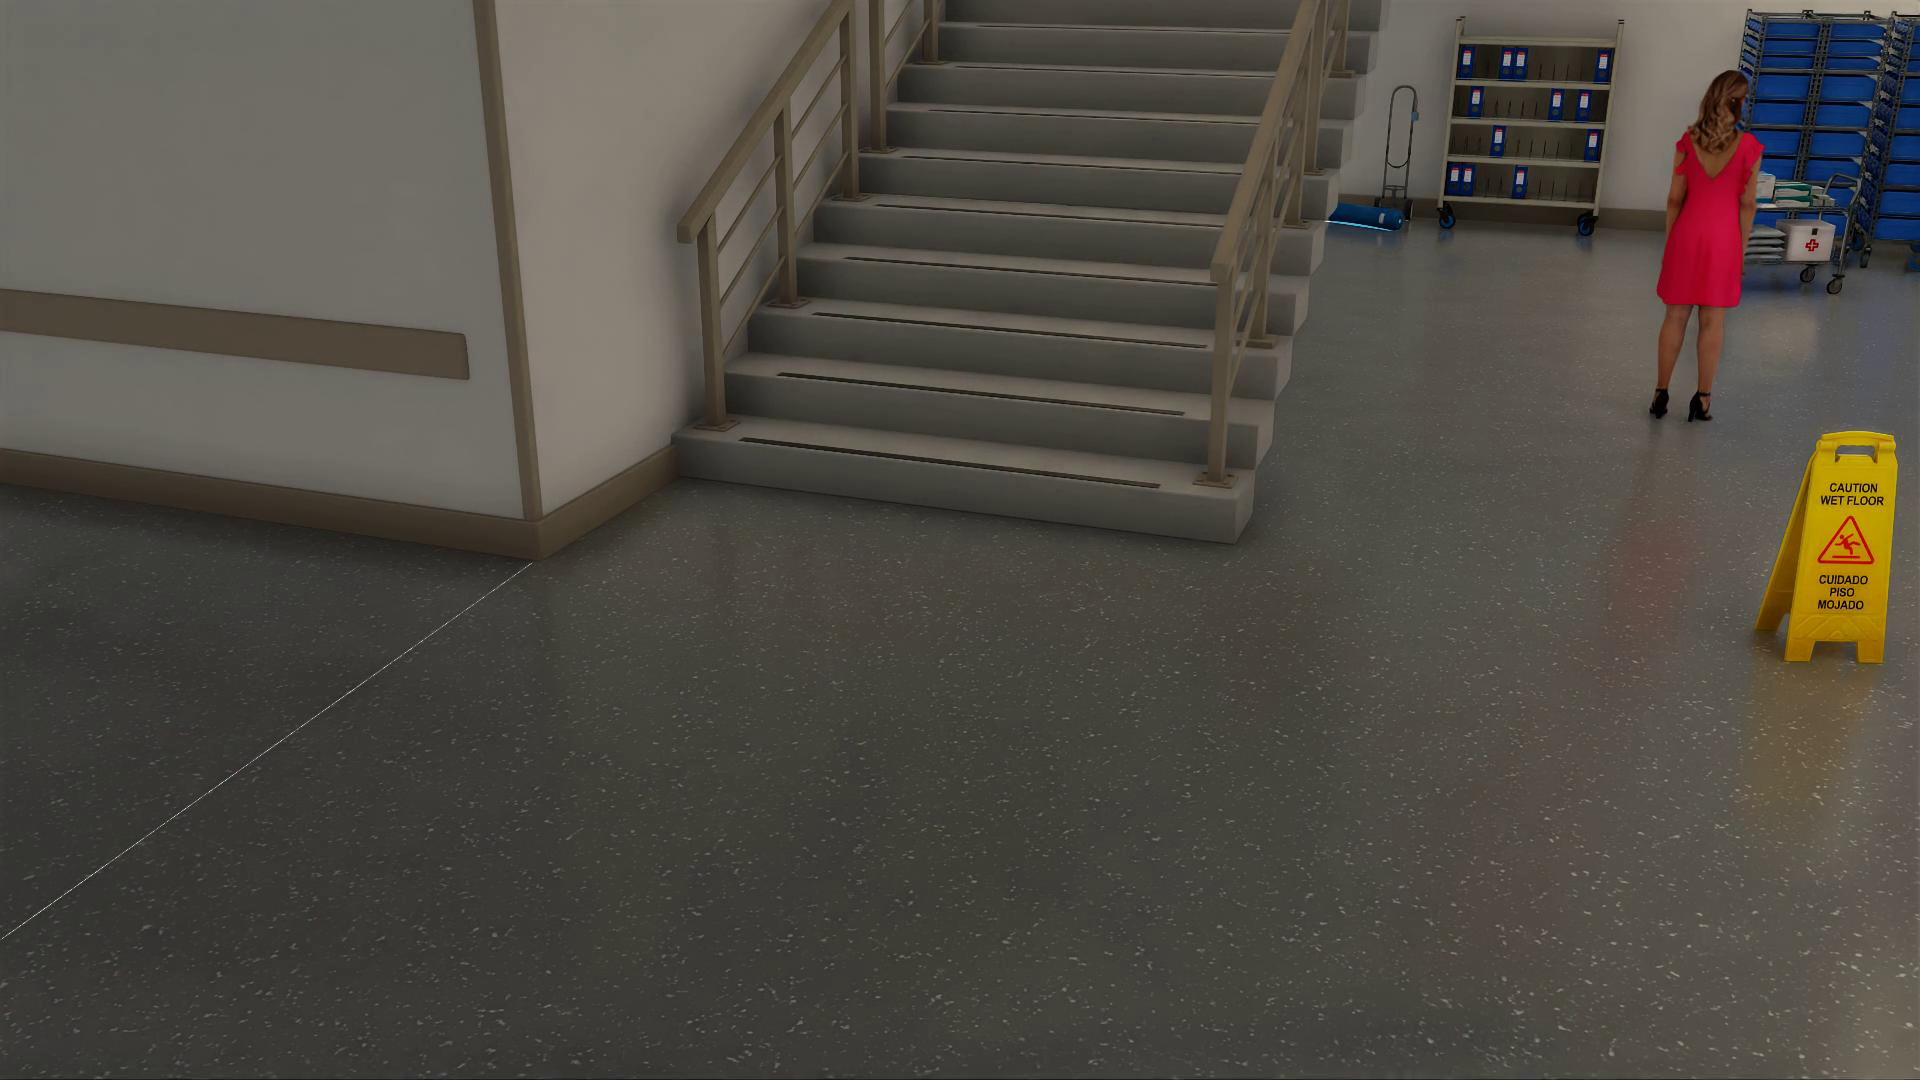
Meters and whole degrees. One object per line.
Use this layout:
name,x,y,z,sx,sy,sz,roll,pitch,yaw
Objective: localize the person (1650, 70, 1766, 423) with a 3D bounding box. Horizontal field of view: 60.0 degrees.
person,3.696,-1.452,8.266,0.628,1.728,0.624,15,25,33
